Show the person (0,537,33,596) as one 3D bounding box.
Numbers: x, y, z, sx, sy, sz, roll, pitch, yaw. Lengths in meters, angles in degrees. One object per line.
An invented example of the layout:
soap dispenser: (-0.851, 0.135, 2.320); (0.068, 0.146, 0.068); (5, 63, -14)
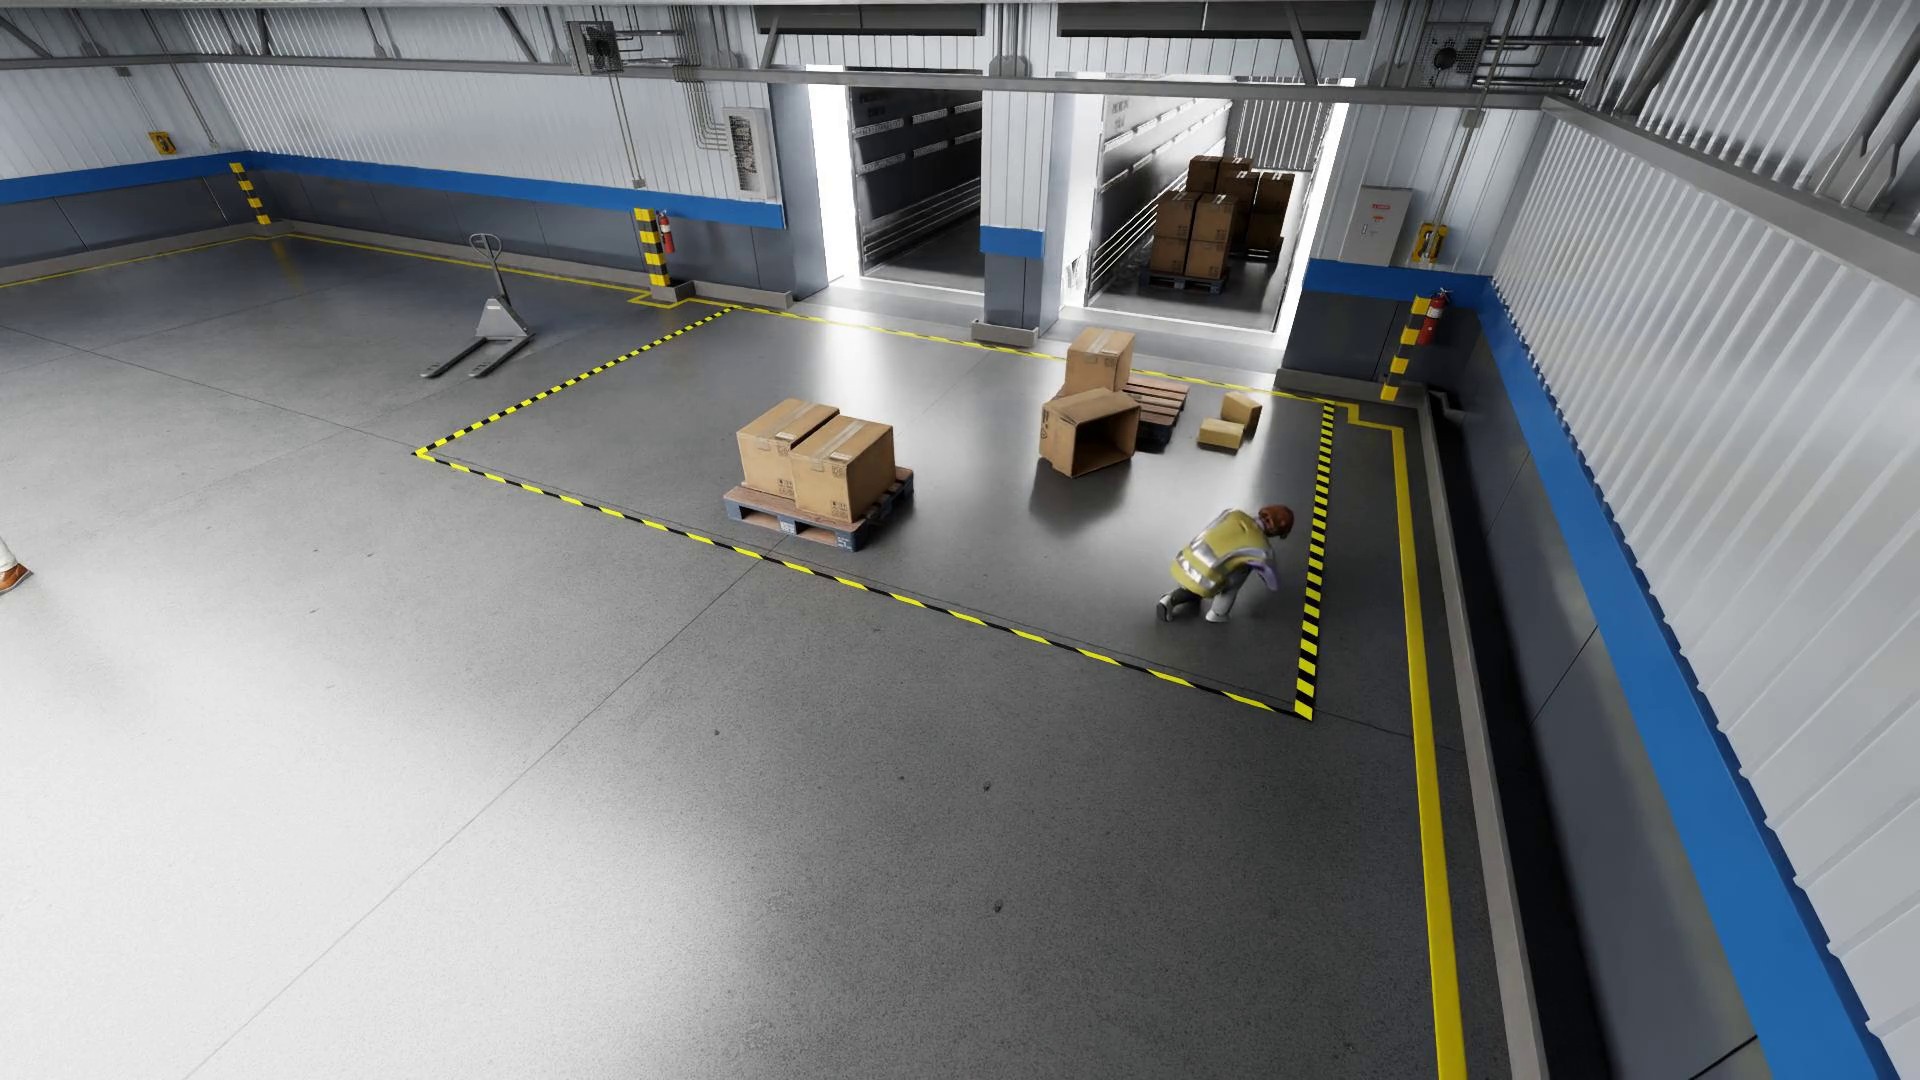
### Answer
person: (-6.884, -0.466, 4.664); (0.607, 1.947, 0.386); (0, 35, 0)

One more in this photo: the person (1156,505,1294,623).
person: (1.704, 0.156, 4.820); (0.888, 0.826, 0.633); (-16, 39, -21)

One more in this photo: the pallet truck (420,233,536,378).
pallet truck: (-5.664, -2.712, 8.427); (0.680, 1.201, 1.601); (0, 35, -1)
